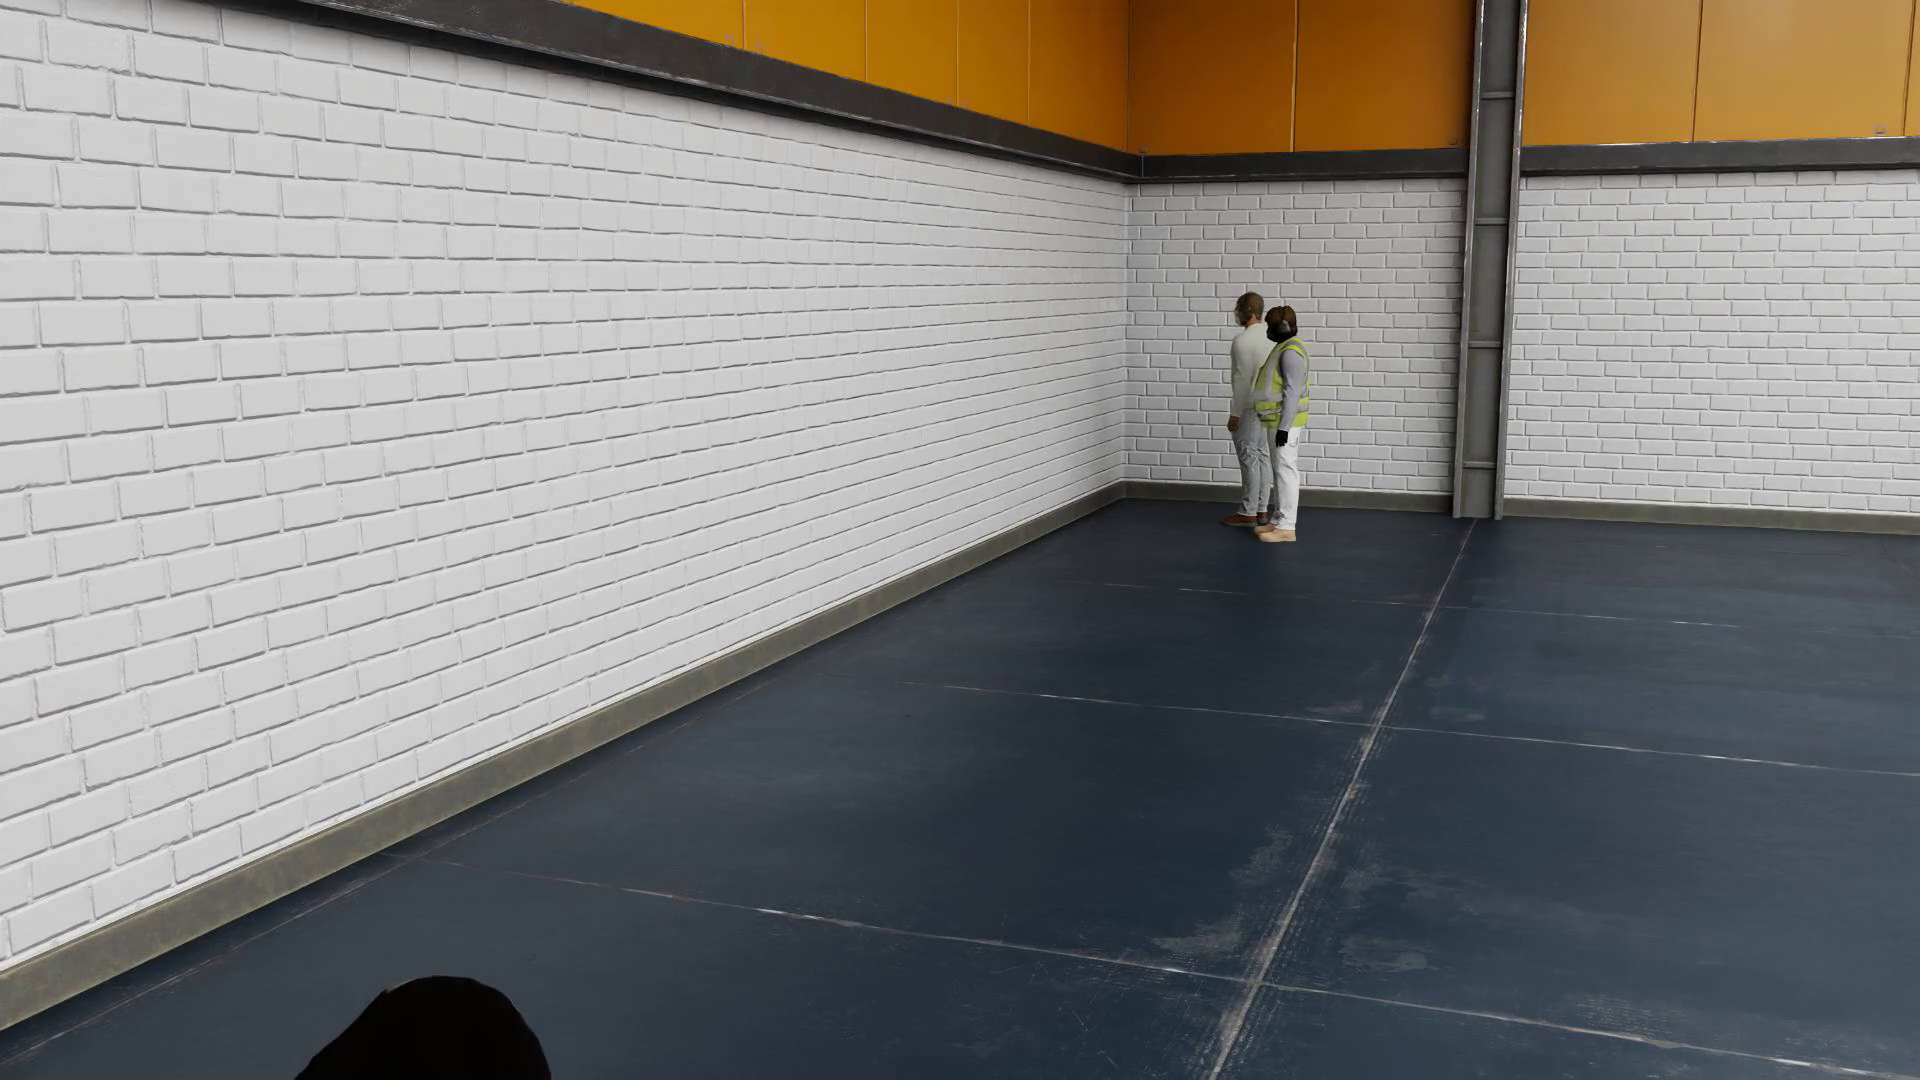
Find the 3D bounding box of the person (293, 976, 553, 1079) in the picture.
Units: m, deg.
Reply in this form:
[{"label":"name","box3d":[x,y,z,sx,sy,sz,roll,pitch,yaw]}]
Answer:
[{"label":"person","box3d":[-0.480,0.918,0.917,0.385,2.035,0.605,5,10,30]}]

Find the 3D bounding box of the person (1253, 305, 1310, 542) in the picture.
[{"label":"person","box3d":[2.500,-0.904,12.982,0.429,1.838,0.622,1,9,5]}]

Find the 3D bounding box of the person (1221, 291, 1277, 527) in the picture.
[{"label":"person","box3d":[2.395,-1.077,13.745,0.373,1.940,0.628,6,11,33]}]
